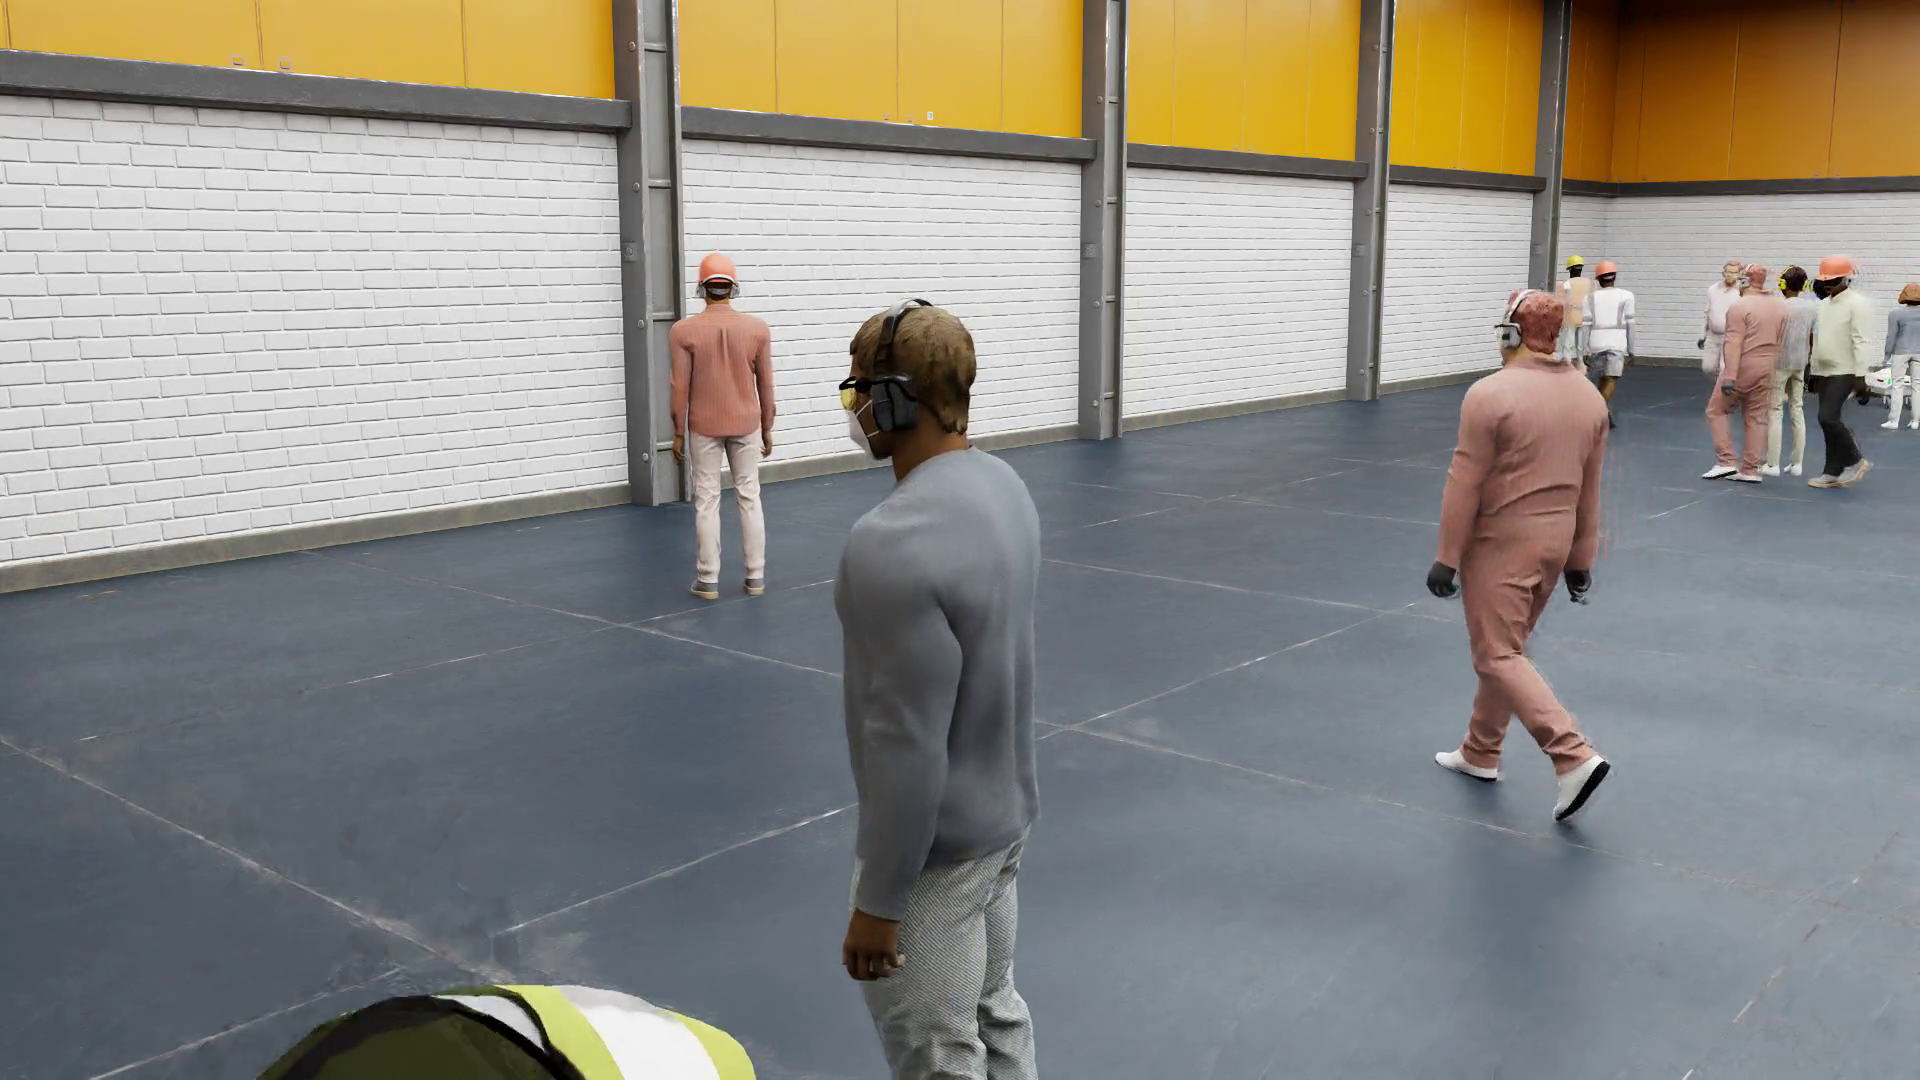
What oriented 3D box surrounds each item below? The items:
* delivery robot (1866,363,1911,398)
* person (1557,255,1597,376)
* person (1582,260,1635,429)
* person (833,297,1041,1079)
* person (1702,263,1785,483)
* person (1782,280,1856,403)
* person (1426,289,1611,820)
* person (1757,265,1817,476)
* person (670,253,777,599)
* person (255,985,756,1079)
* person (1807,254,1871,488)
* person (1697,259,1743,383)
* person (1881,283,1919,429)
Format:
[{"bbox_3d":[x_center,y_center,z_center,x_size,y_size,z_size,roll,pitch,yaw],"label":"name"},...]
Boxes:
[{"bbox_3d":[11.838,-2.008,21.174,0.477,0.478,0.707,1,10,6],"label":"delivery robot"},{"bbox_3d":[8.700,-3.068,23.589,0.585,1.921,0.373,-2,10,-9],"label":"person"},{"bbox_3d":[7.121,-2.133,18.343,0.570,1.901,0.870,6,12,31],"label":"person"},{"bbox_3d":[-0.040,0.541,2.997,0.353,1.936,0.635,3,11,19],"label":"person"},{"bbox_3d":[6.749,-1.440,14.415,0.668,1.883,0.569,-5,11,-27],"label":"person"},{"bbox_3d":[11.100,-2.560,21.449,0.891,1.641,0.554,3,11,19],"label":"person"},{"bbox_3d":[2.058,0.042,6.002,0.635,1.883,0.849,-6,12,-30],"label":"person"},{"bbox_3d":[7.352,-1.498,14.801,0.532,1.868,0.310,-1,10,-6],"label":"person"},{"bbox_3d":[-1.375,-0.657,9.653,0.622,1.992,0.396,-4,11,-21],"label":"person"},{"bbox_3d":[-0.270,0.969,0.945,0.641,1.794,0.944,-9,13,-41],"label":"person"},{"bbox_3d":[7.321,-1.400,13.948,0.458,1.964,0.663,-1,10,-5],"label":"person"},{"bbox_3d":[9.452,-2.502,20.468,0.536,1.882,0.658,-7,12,-34],"label":"person"},{"bbox_3d":[10.620,-2.057,18.652,0.498,1.634,0.280,1,10,4],"label":"person"}]
